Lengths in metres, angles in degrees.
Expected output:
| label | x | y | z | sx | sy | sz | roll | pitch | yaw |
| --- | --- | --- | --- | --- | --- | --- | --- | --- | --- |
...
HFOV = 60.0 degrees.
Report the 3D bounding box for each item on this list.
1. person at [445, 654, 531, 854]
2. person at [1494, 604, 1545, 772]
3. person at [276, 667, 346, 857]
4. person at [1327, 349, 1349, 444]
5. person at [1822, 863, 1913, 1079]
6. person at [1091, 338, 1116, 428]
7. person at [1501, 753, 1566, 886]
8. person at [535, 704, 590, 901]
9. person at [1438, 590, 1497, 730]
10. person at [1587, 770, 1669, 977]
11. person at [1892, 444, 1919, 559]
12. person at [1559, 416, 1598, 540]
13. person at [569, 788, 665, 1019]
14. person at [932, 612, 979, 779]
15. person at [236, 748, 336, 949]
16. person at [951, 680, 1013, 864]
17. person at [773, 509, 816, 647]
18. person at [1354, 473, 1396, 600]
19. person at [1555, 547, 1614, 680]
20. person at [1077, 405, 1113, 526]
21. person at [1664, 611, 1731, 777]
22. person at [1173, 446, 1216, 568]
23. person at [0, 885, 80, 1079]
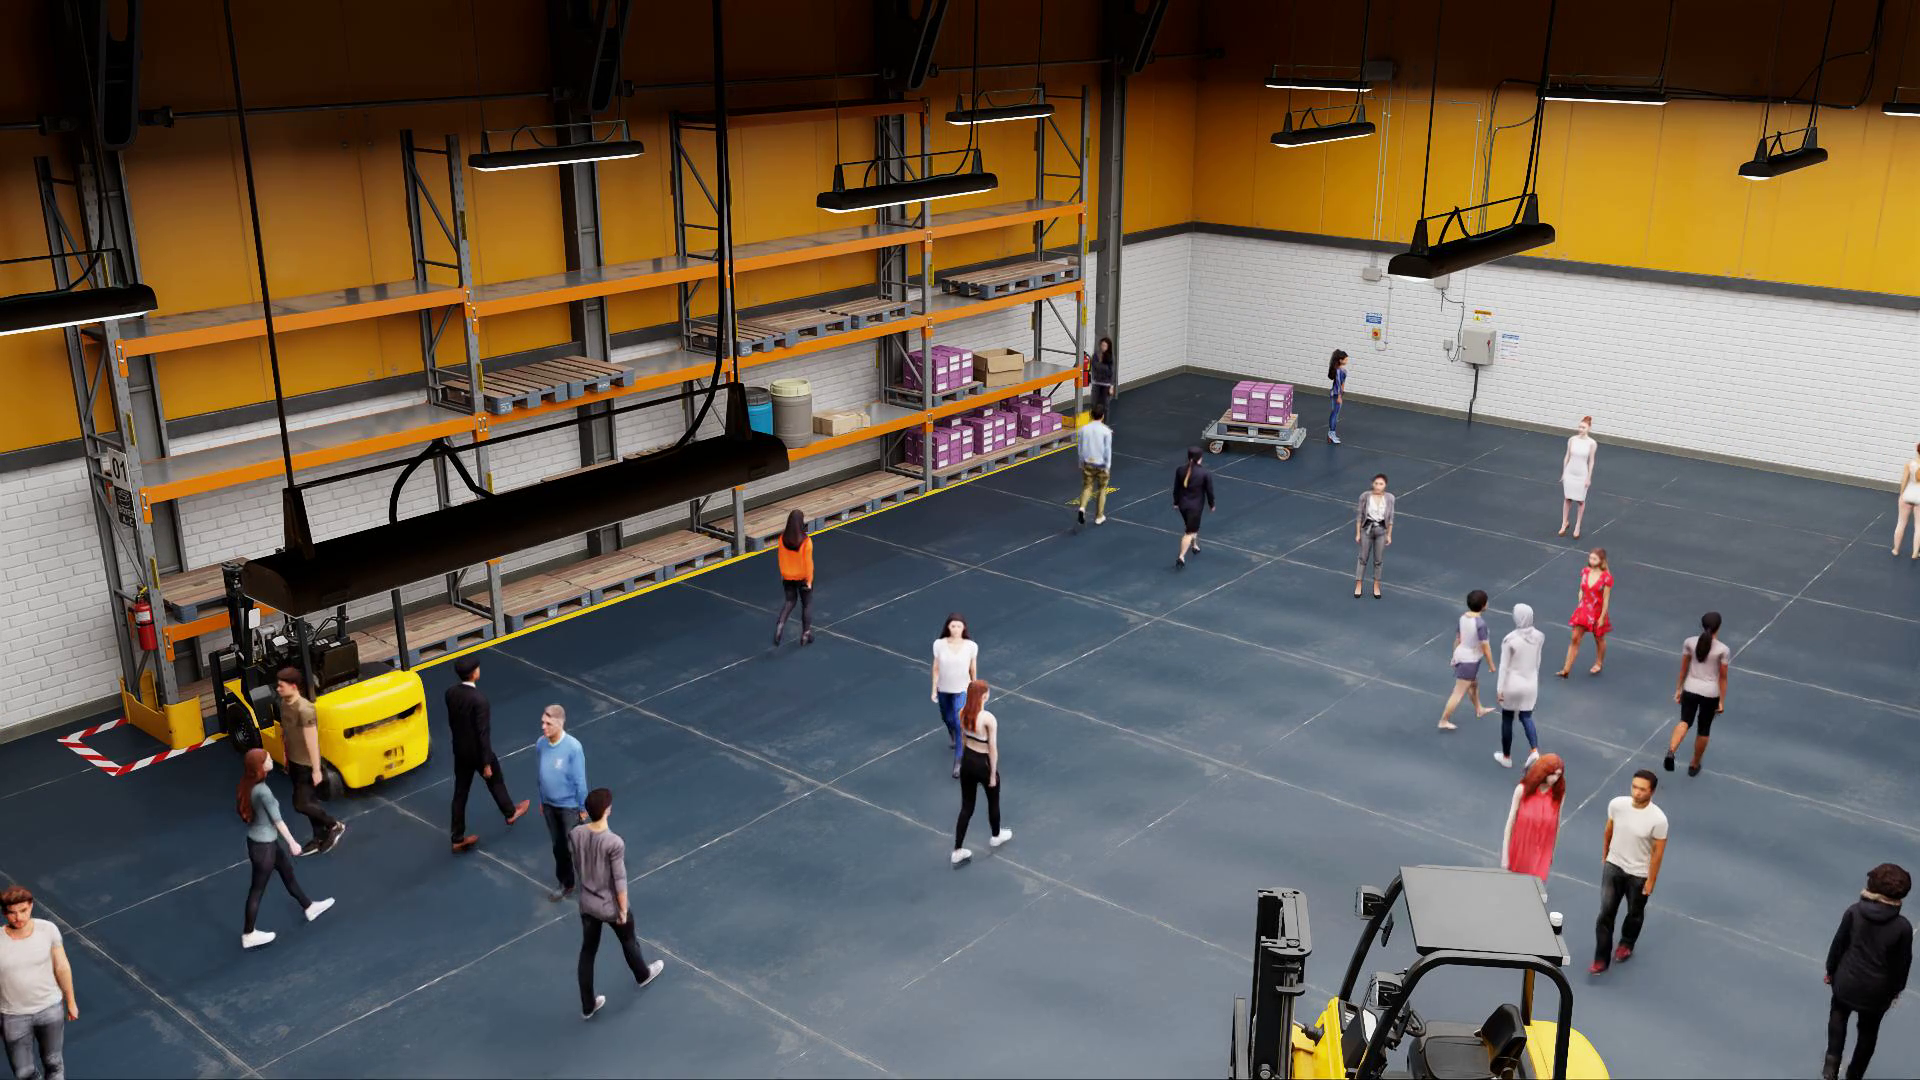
| label | x | y | z | sx | sy | sz | roll | pitch | yaw |
| --- | --- | --- | --- | --- | --- | --- | --- | --- | --- |
| person | -4.514 | 1.973 | 15.156 | 0.831 | 1.833 | 1.188 | 11 | 21 | 29 |
| person | 5.634 | 1.509 | 16.637 | 0.942 | 1.766 | 0.992 | -2 | 19 | -5 |
| person | -5.861 | 1.992 | 15.085 | 0.693 | 1.842 | 0.692 | 16 | 25 | 40 |
| person | 6.515 | -2.496 | 28.747 | 0.750 | 1.628 | 0.639 | 4 | 19 | 11 |
| person | 6.385 | 3.156 | 11.766 | 0.688 | 1.754 | 0.687 | 13 | 23 | 35 |
| person | 2.496 | -2.730 | 29.274 | 0.793 | 1.734 | 0.903 | 8 | 20 | 24 |
| person | 4.633 | 2.525 | 13.602 | 0.979 | 1.777 | 1.240 | 4 | 19 | 13 |
| person | -3.391 | 2.228 | 14.437 | 0.748 | 1.807 | 0.874 | 10 | 21 | 26 |
| person | 5.340 | 1.298 | 17.647 | 1.084 | 1.522 | 0.928 | -5 | 19 | -15 |
| person | 5.419 | 2.607 | 13.369 | 0.657 | 1.770 | 0.955 | 15 | 24 | 38 |
| person | 13.197 | -0.564 | 22.985 | 0.572 | 1.643 | 0.489 | 12 | 22 | 32 |
| person | 8.826 | -0.897 | 23.744 | 0.570 | 1.790 | 0.473 | 16 | 24 | 39 |
| person | -2.788 | 2.806 | 12.701 | 0.882 | 1.820 | 1.114 | 8 | 20 | 22 |
| person | -0.063 | 1.514 | 16.798 | 0.988 | 1.654 | 1.185 | 2 | 19 | 7 |
| person | -5.780 | 2.559 | 13.615 | 1.068 | 1.705 | 0.722 | -14 | 23 | -35 |
| person | 0.104 | 2.099 | 14.963 | 0.604 | 1.716 | 0.993 | 14 | 23 | 36 |
| person | -1.981 | 0.488 | 19.722 | 0.744 | 1.732 | 0.973 | 10 | 21 | 26 |
| person | 5.341 | -0.068 | 21.462 | 0.717 | 1.676 | 0.740 | 3 | 19 | 10 |
| person | 7.271 | 0.842 | 18.958 | 1.100 | 1.549 | 0.718 | -14 | 23 | -37 |
| person | 1.941 | -1.058 | 24.208 | 0.825 | 1.800 | 1.041 | 9 | 21 | 25 |
| person | 7.319 | 1.566 | 16.518 | 0.624 | 1.734 | 0.860 | 16 | 25 | 40 |
| person | 3.112 | -0.399 | 22.525 | 0.804 | 1.625 | 1.114 | 11 | 22 | 30 |
| person | -6.410 | 3.188 | 11.465 | 0.738 | 1.885 | 0.839 | -13 | 22 | -33 |
